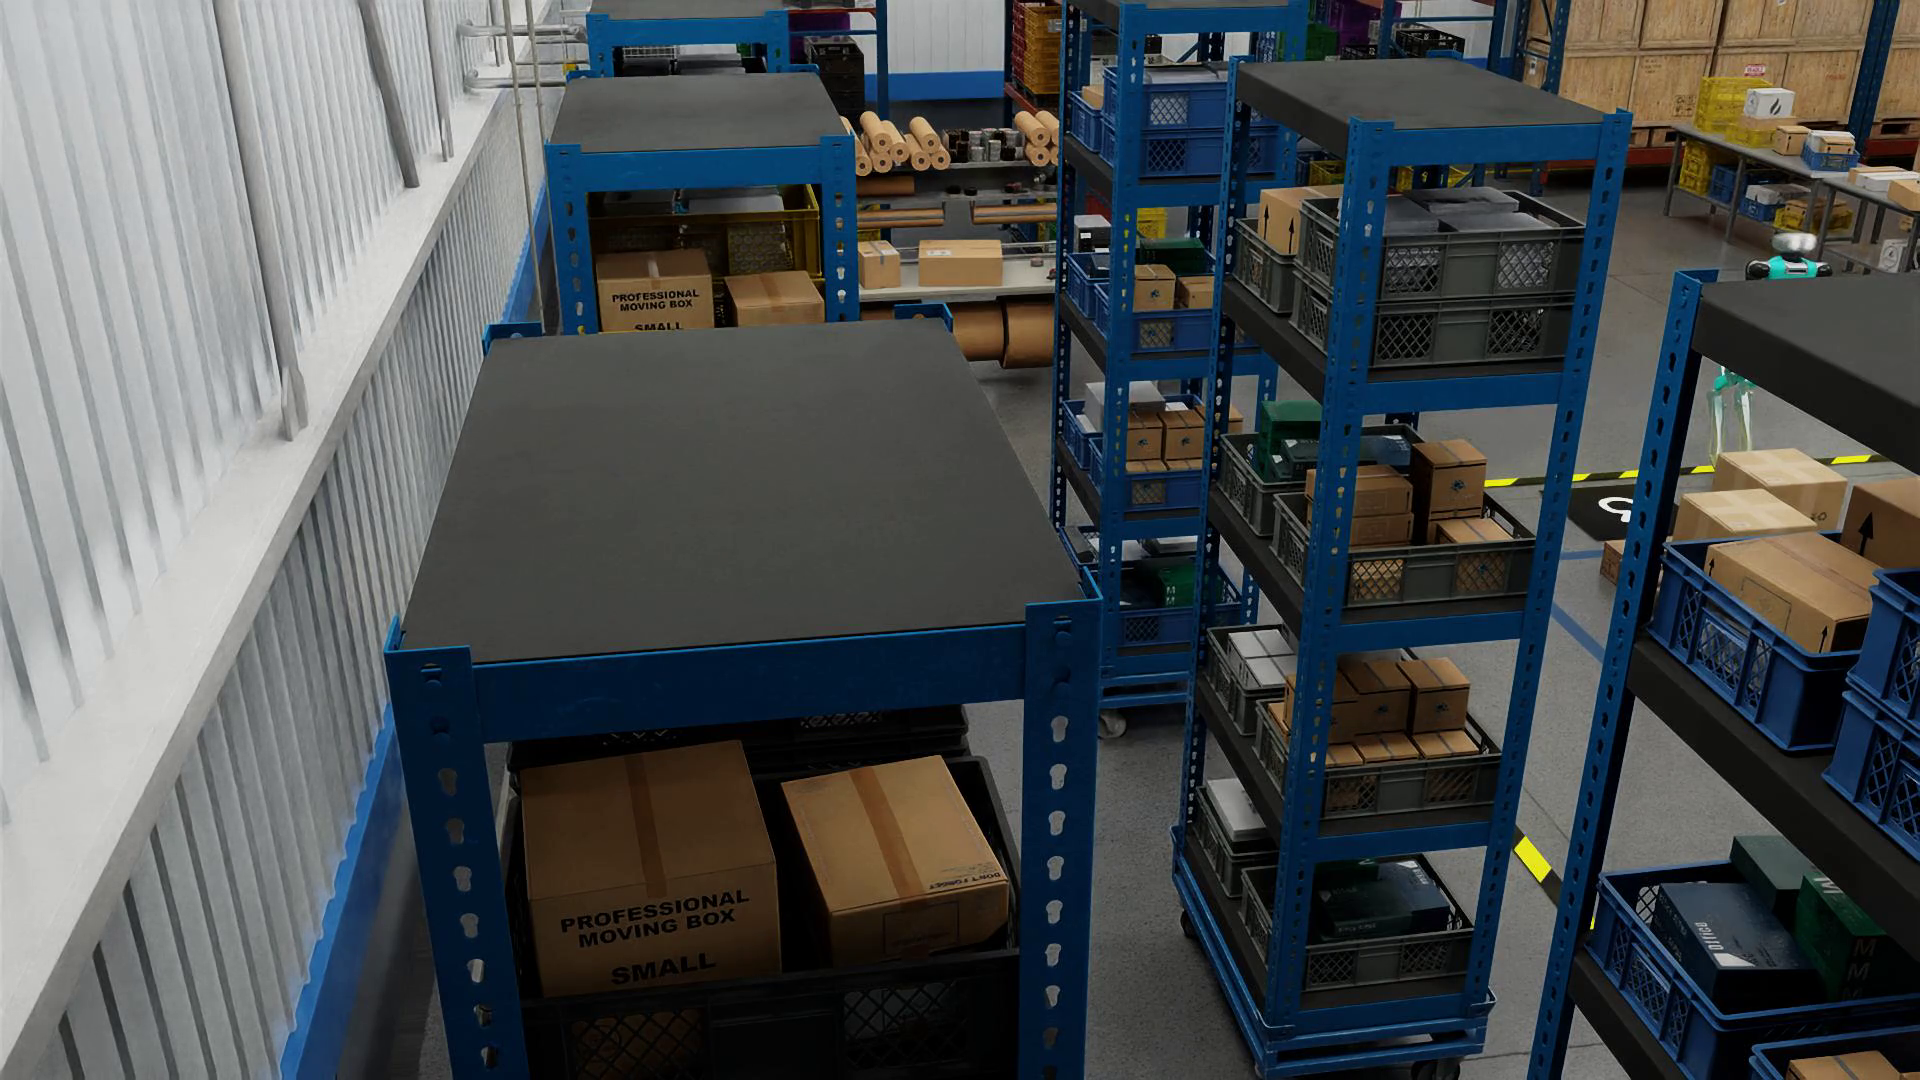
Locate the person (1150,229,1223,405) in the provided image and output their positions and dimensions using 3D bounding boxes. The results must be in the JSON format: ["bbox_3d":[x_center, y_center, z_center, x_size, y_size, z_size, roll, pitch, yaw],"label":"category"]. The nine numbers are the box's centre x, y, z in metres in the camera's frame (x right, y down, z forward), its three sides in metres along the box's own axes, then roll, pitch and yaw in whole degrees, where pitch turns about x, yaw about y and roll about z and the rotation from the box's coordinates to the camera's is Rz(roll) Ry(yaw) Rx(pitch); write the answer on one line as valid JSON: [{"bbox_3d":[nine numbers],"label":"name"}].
[{"bbox_3d":[1.472,-1.108,10.814,0.596,1.849,0.386,-2,25,-3],"label":"person"}]

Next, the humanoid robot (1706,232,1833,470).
[{"bbox_3d":[5.363,-1.308,11.220,0.533,1.681,0.735,1,25,2],"label":"humanoid robot"}]
